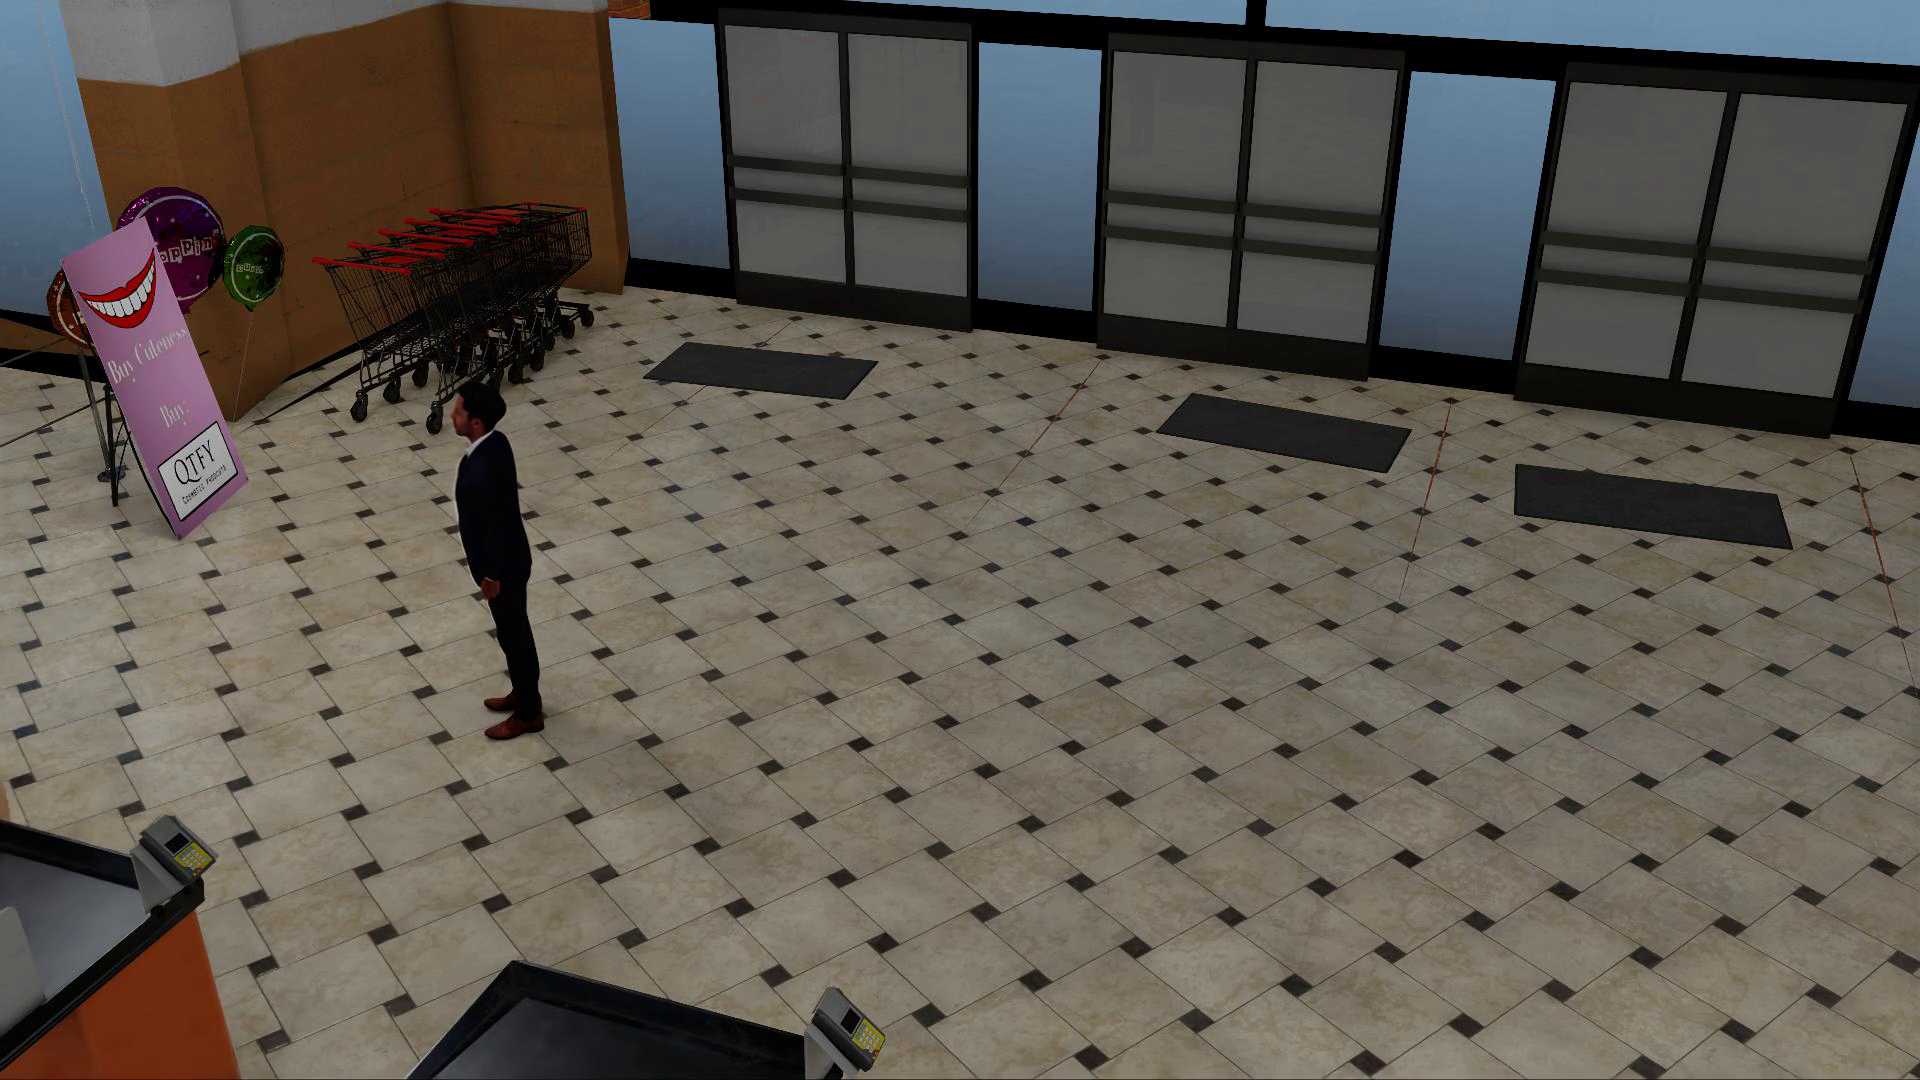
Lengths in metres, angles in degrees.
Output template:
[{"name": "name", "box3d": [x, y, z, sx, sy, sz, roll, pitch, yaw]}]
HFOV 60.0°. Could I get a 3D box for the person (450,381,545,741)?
[{"name": "person", "box3d": [-2.081, 0.090, 7.548, 0.769, 1.727, 0.668, -7, 28, -13]}]
